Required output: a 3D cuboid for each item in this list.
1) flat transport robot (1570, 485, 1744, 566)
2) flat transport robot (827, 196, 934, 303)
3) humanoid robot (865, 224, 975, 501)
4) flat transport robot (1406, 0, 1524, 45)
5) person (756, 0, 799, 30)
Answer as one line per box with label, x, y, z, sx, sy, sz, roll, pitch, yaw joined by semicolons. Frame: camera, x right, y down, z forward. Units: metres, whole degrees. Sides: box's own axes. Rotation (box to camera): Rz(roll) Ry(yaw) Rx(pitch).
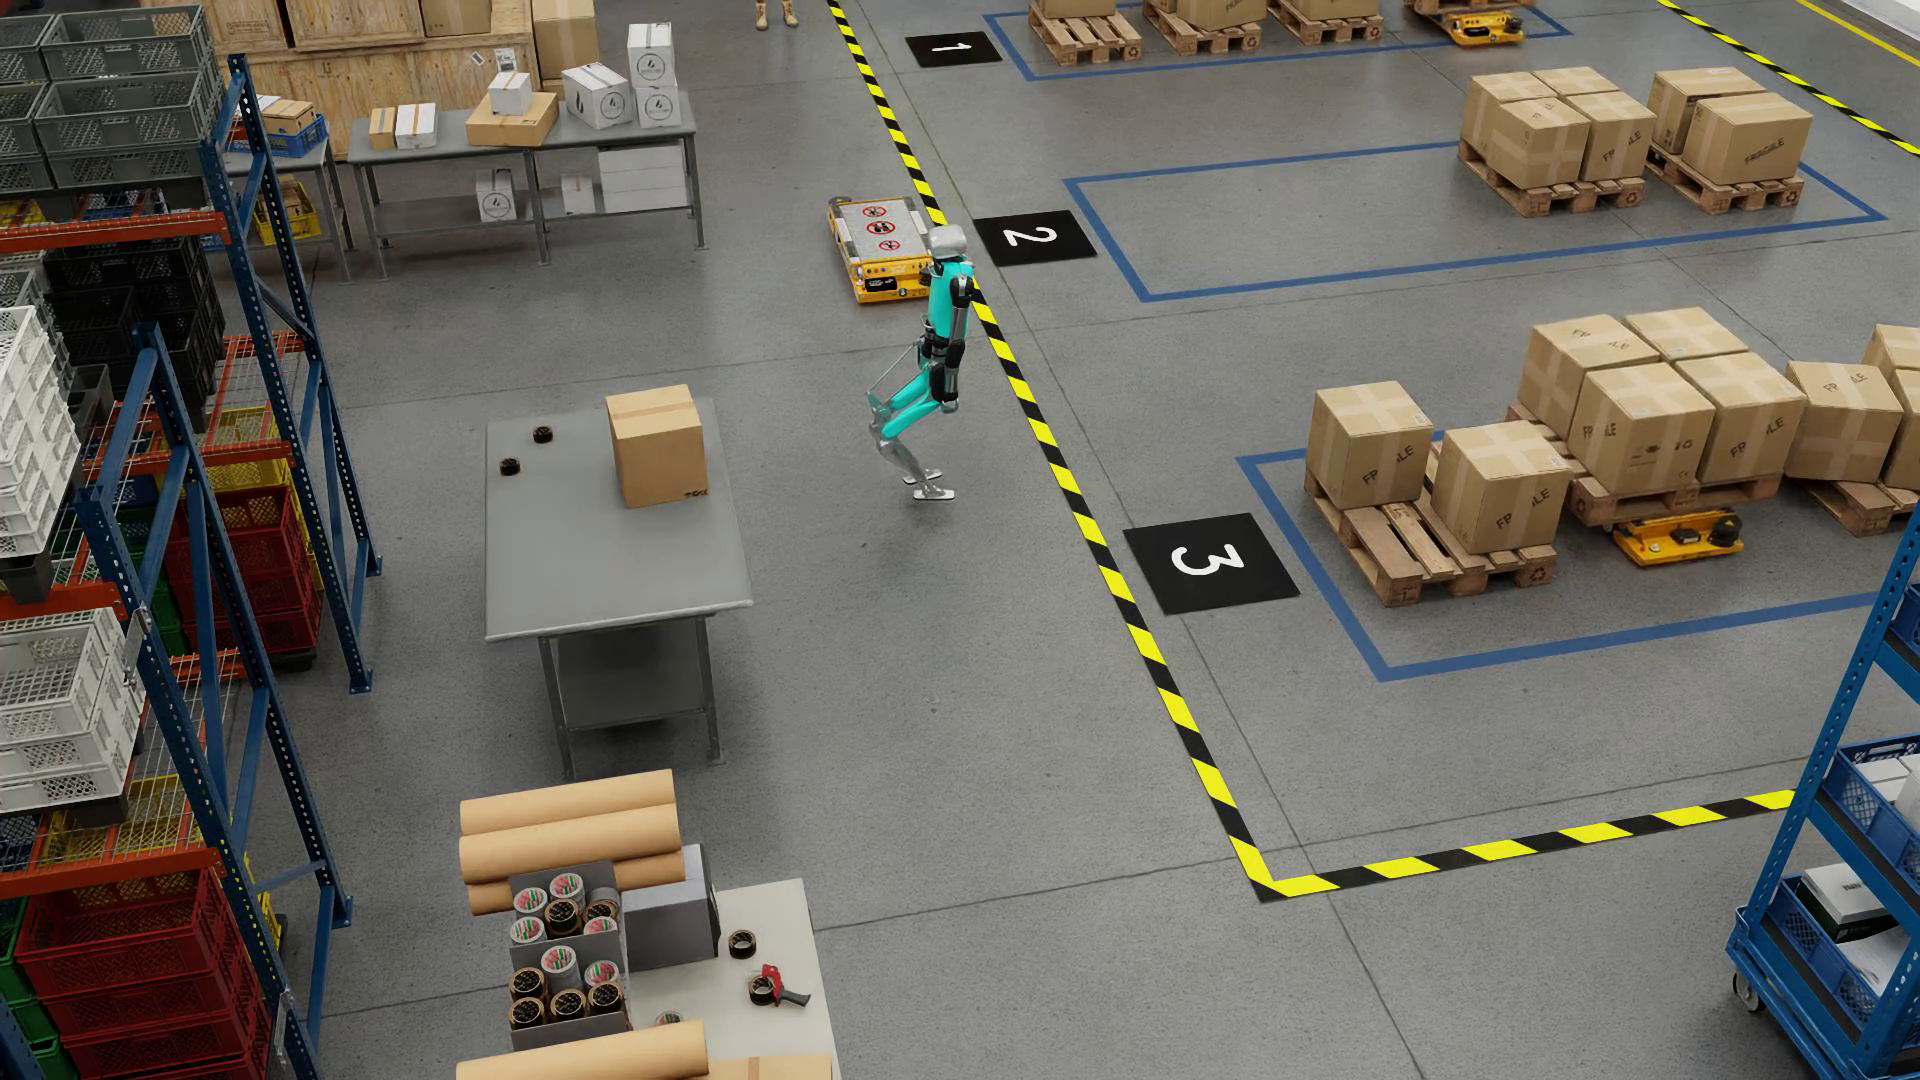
flat transport robot;4.032;-0.372;10.030;0.652;0.197;1.431;-8;37;-10
flat transport robot;-0.570;-2.220;12.538;0.659;0.231;1.431;-8;37;-10
humanoid robot;-0.281;-0.980;9.528;0.735;1.677;0.533;-8;37;-11
flat transport robot;5.024;-5.326;16.688;0.652;0.197;1.431;-8;37;-10
person;-1.835;-5.995;16.127;0.606;2.043;0.376;-9;38;-12
